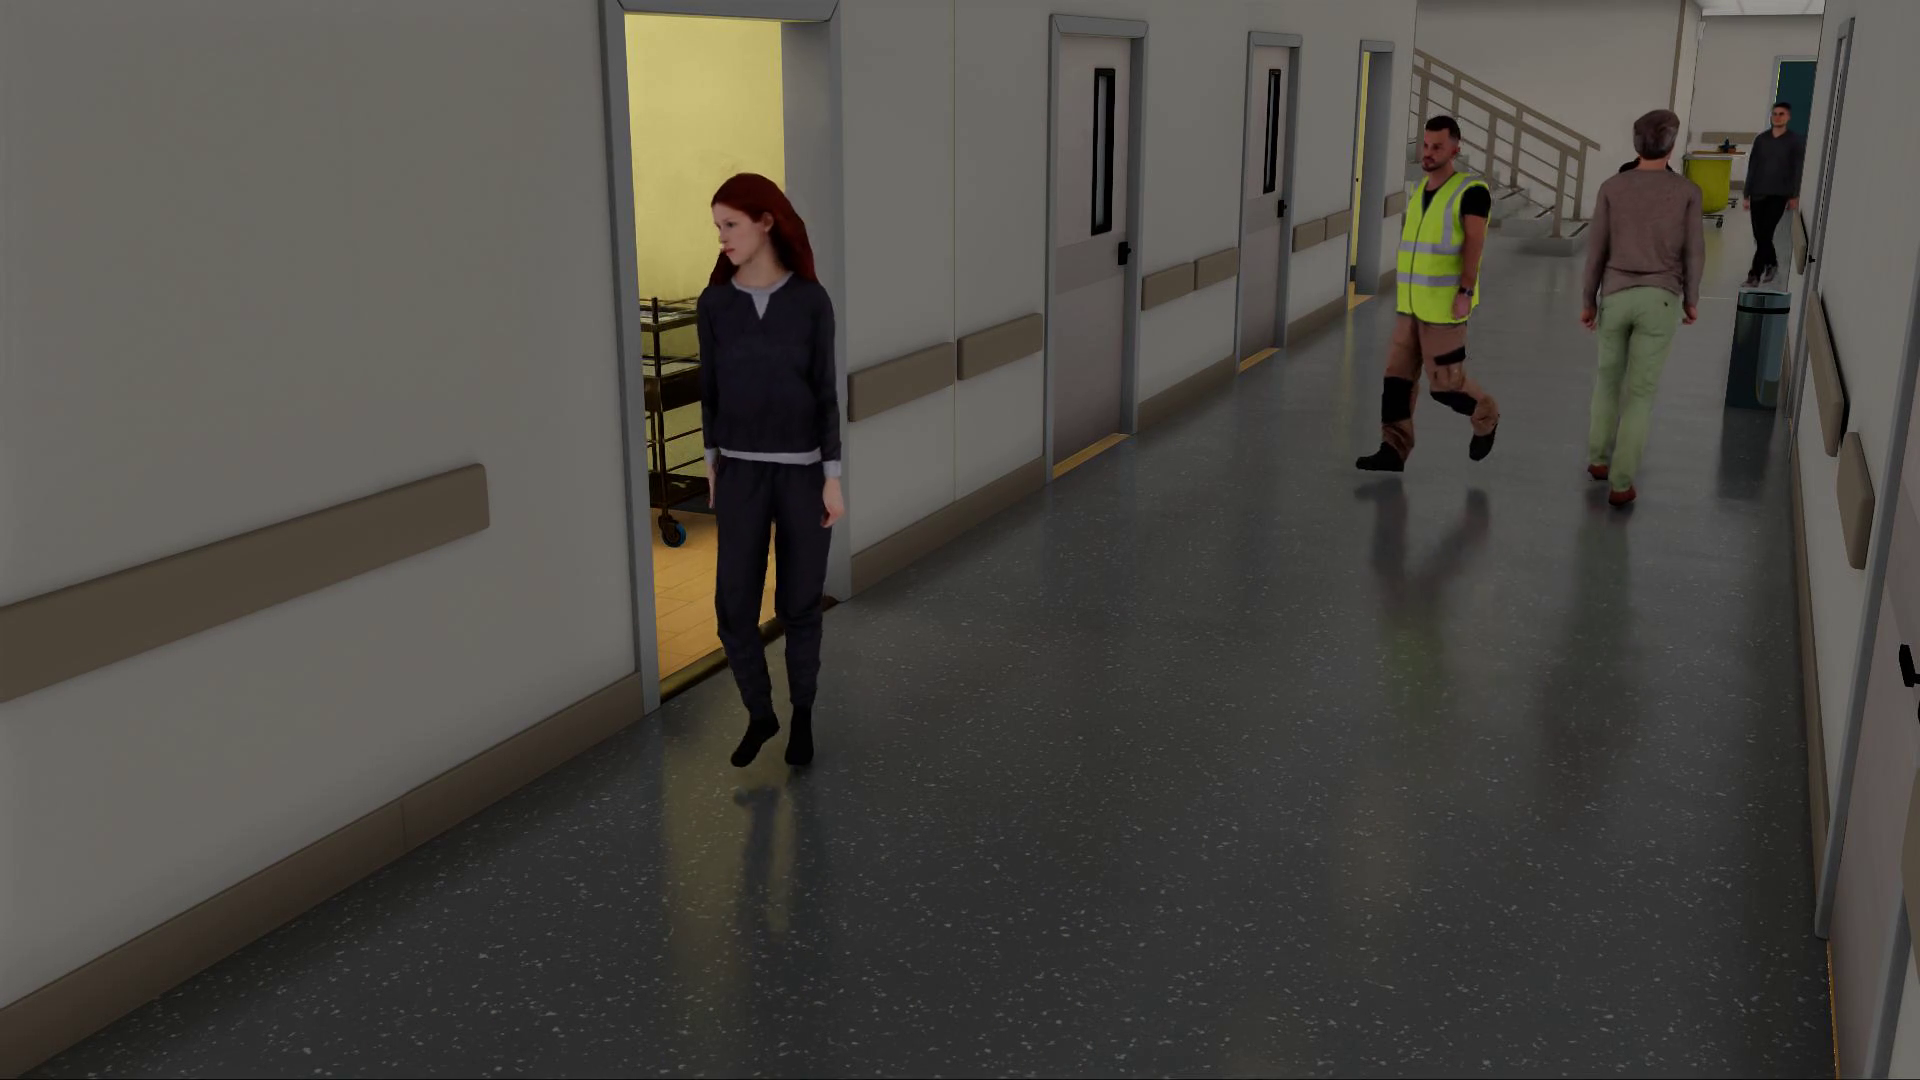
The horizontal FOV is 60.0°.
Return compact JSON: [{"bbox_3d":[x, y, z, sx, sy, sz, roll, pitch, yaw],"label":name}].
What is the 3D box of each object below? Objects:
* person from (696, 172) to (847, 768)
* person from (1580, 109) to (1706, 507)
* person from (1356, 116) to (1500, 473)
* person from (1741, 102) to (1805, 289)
[{"bbox_3d":[-0.529,-0.192,4.957,0.632,1.763,0.755,2,16,6],"label":"person"},{"bbox_3d":[3.214,-1.073,7.927,0.884,1.848,0.783,10,19,32],"label":"person"},{"bbox_3d":[2.476,-1.213,8.477,1.083,1.818,1.094,-8,18,-27],"label":"person"},{"bbox_3d":[7.849,-3.311,16.068,0.966,1.737,1.151,-15,21,-42],"label":"person"}]
